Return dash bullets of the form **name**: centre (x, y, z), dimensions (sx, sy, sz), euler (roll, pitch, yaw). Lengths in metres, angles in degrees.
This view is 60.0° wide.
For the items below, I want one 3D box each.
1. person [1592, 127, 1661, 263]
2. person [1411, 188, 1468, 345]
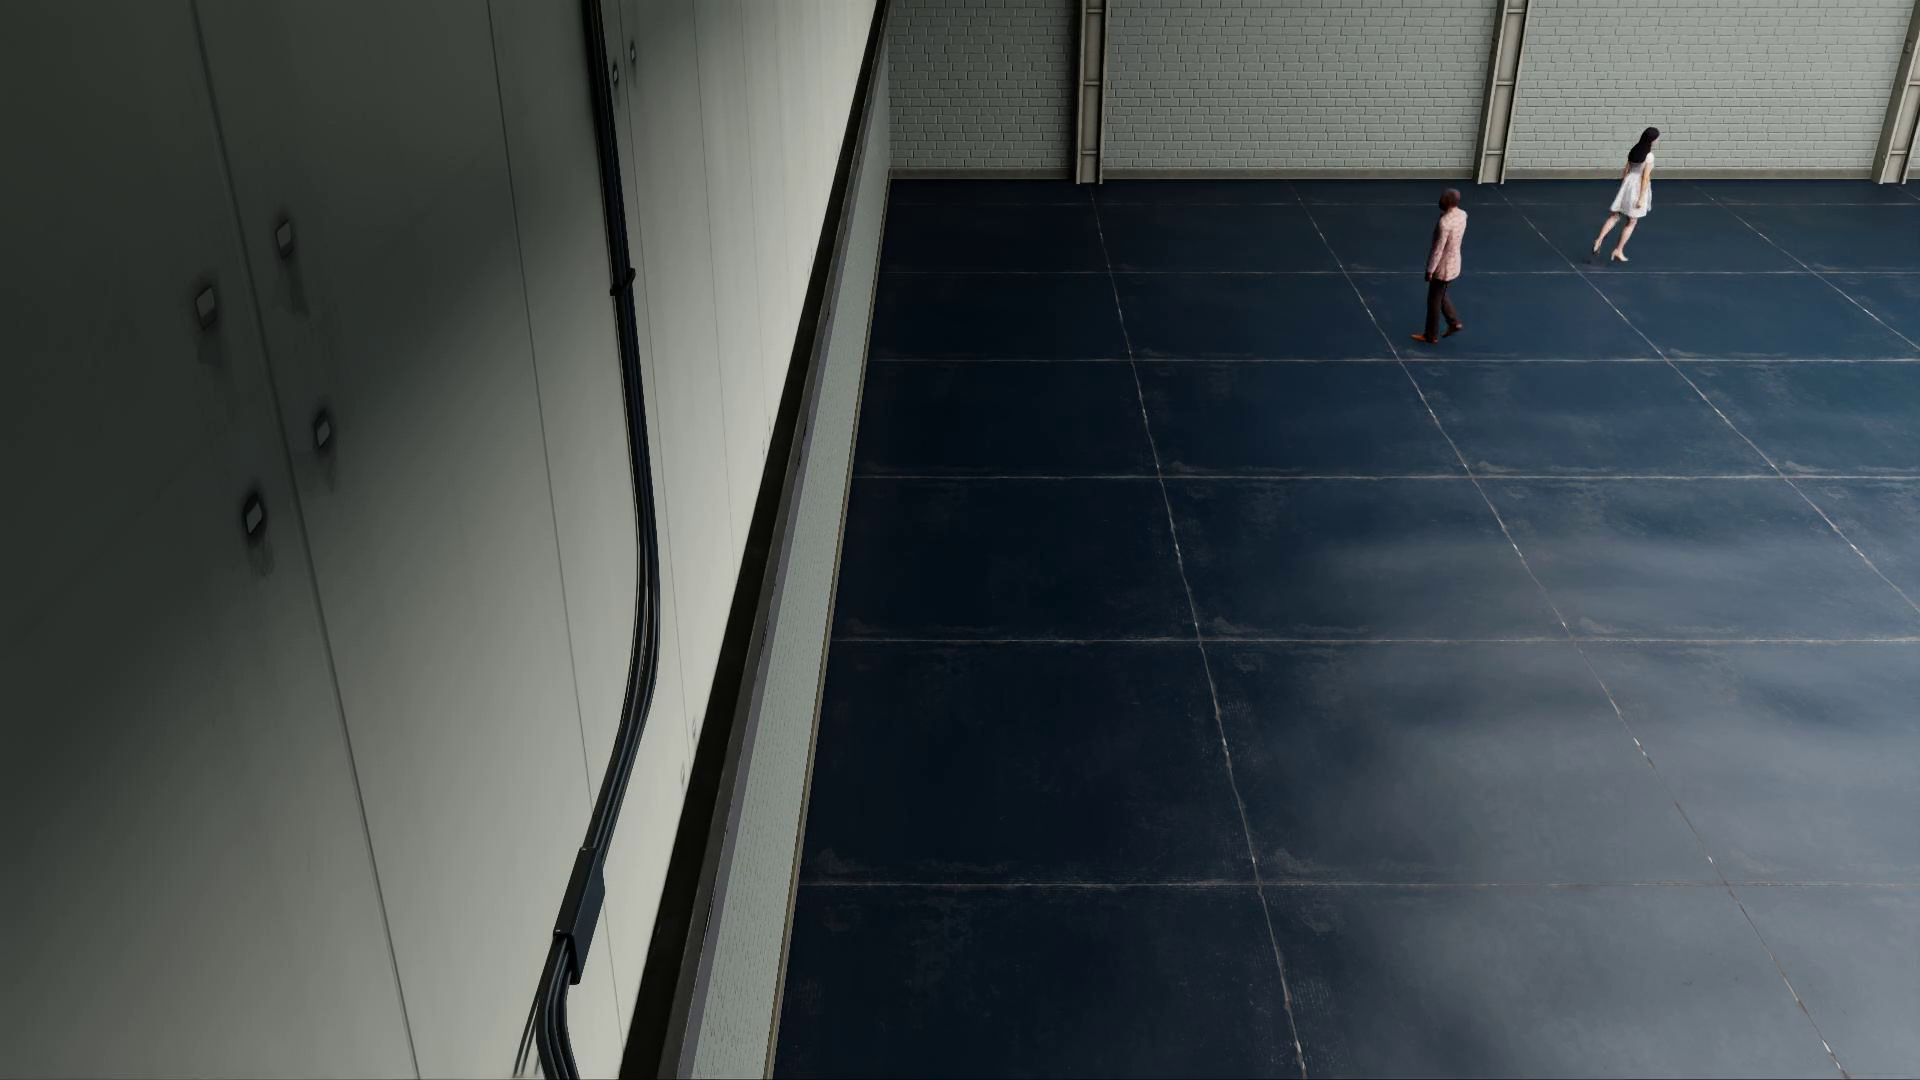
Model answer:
- **person**: centre (8.527, -4.369, 21.187), dimensions (0.945, 1.750, 0.809), euler (-12, 30, -21)
- **person**: centre (5.501, -3.047, 18.656), dimensions (0.961, 1.796, 0.905), euler (22, 35, 35)
